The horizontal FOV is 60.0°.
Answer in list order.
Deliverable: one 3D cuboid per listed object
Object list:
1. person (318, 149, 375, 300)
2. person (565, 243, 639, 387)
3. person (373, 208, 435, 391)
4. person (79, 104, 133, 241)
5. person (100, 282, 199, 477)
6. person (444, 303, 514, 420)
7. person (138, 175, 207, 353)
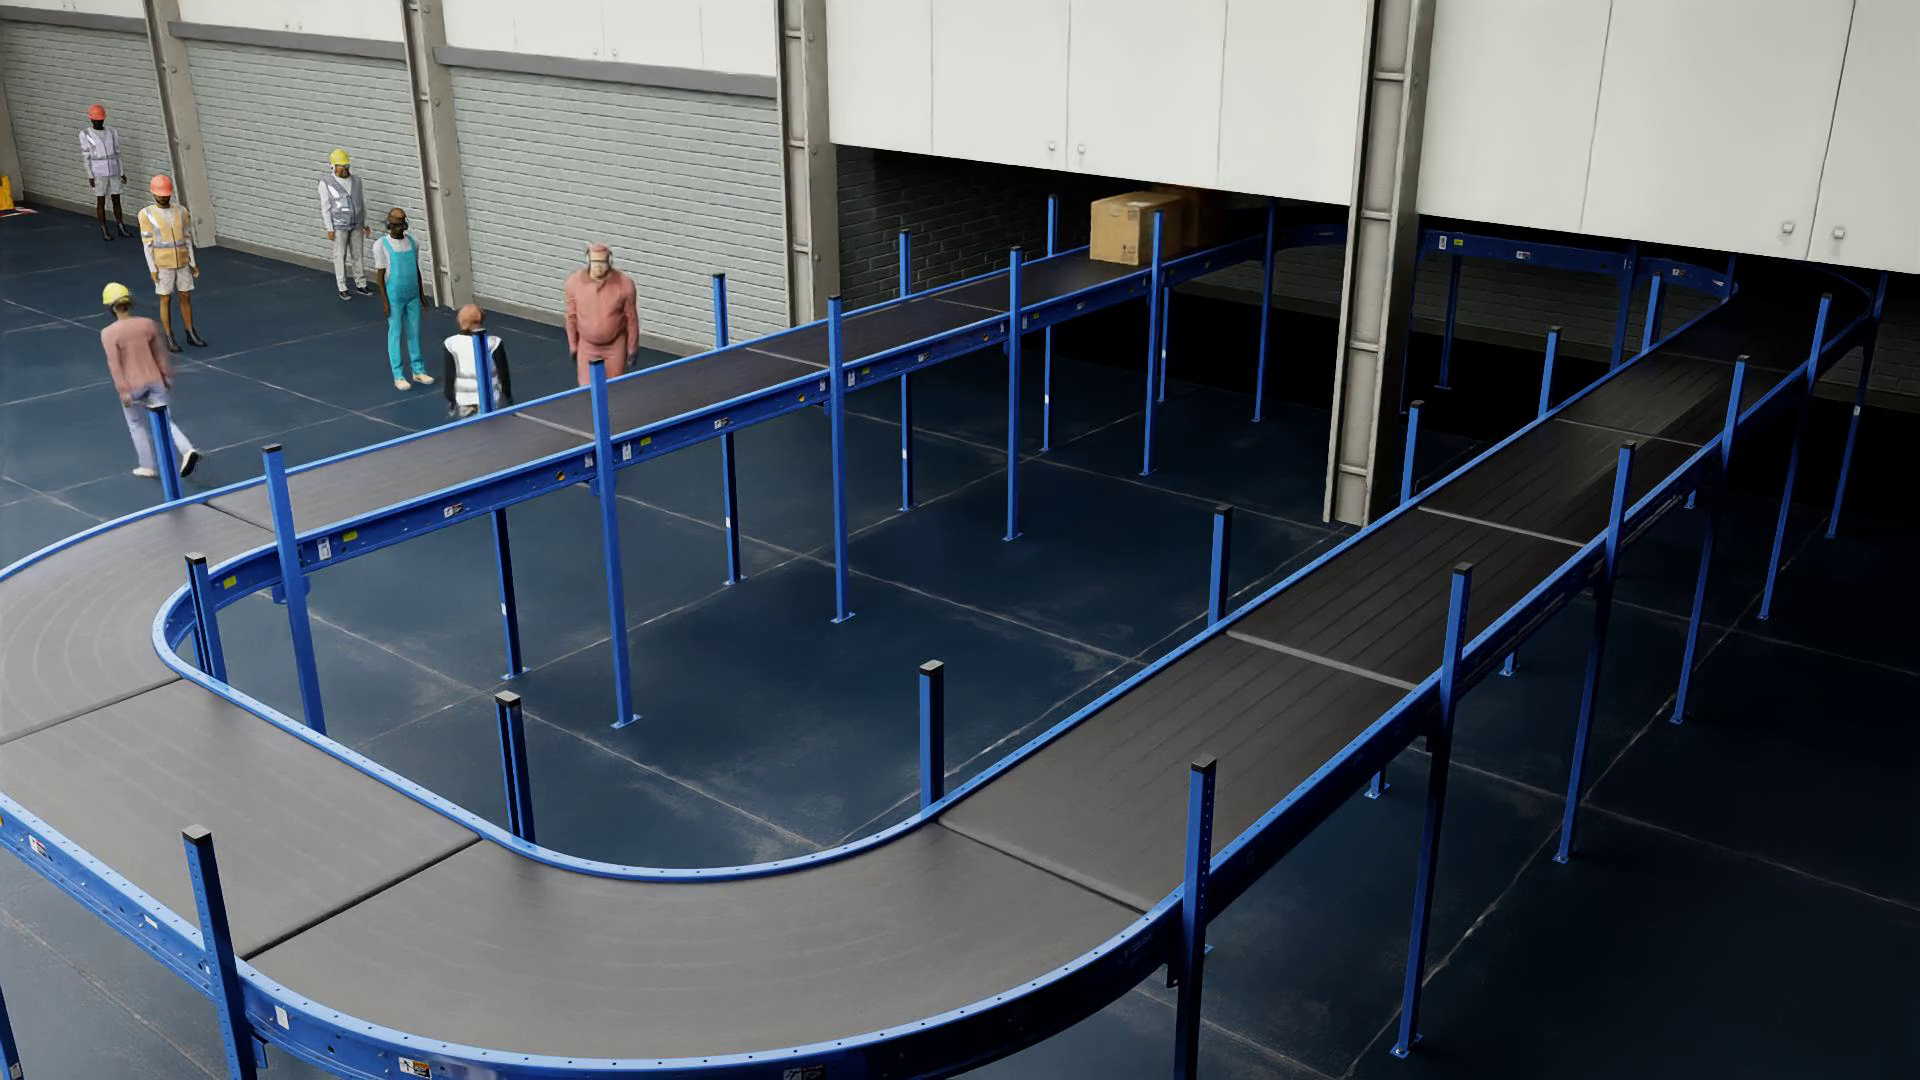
[{"bbox_3d":[-7.605,-3.922,20.651,0.404,1.835,0.586,17,27,36],"label":"person"},{"bbox_3d":[-3.222,-1.745,15.027,0.654,1.894,0.427,-2,22,-5],"label":"person"},{"bbox_3d":[-5.662,-2.460,16.928,0.344,1.841,0.506,17,27,36],"label":"person"},{"bbox_3d":[-12.352,-5.317,24.065,0.374,1.930,0.542,17,27,36],"label":"person"},{"bbox_3d":[-6.937,-1.329,14.224,0.715,1.727,0.530,13,25,29],"label":"person"},{"bbox_3d":[-4.033,-1.190,14.008,0.520,1.618,0.571,2,22,4],"label":"person"},{"bbox_3d":[-8.651,-3.040,18.283,0.374,1.930,0.542,17,27,36],"label":"person"}]
